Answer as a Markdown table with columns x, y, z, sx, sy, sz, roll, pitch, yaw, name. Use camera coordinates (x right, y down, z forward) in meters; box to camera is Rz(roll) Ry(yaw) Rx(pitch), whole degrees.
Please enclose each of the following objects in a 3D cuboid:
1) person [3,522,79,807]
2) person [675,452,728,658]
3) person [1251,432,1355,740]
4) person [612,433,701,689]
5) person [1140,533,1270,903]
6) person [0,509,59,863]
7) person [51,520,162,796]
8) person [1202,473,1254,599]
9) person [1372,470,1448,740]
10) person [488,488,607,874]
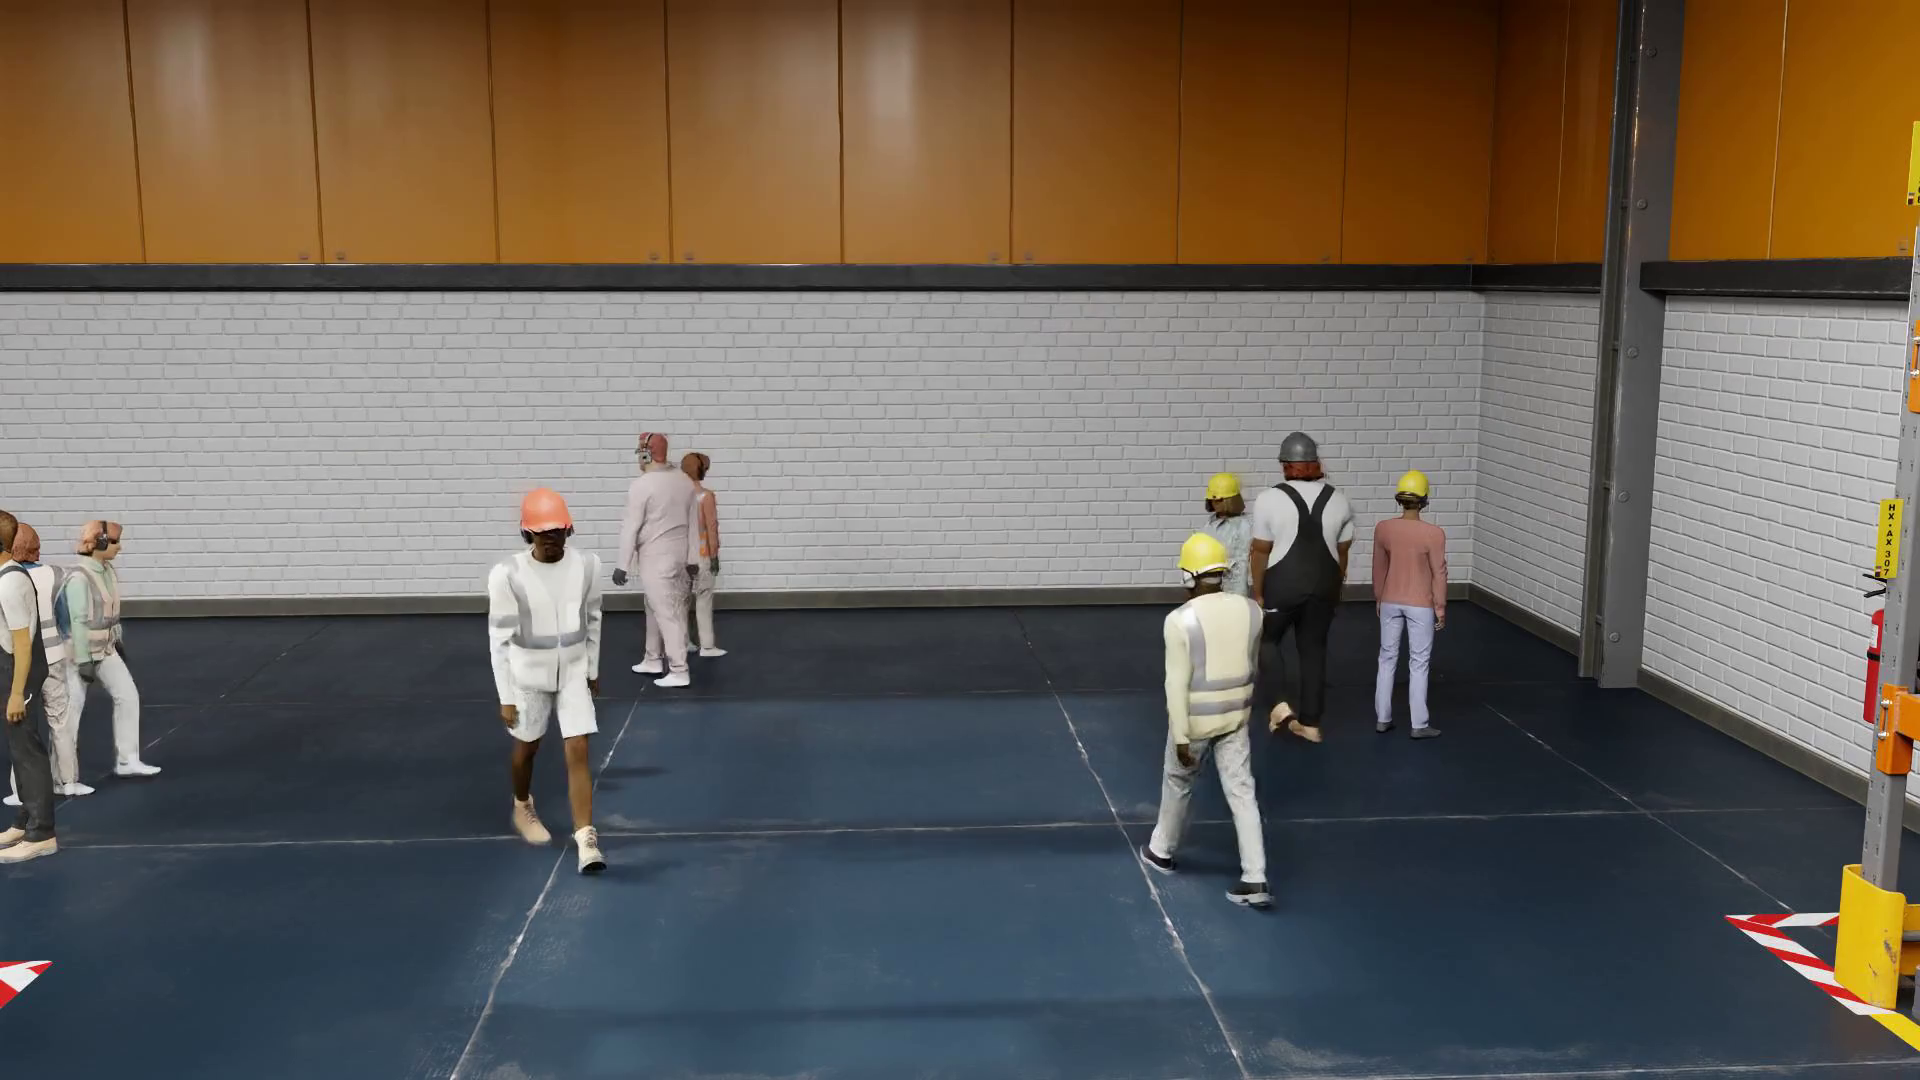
| x | y | z | sx | sy | sz | roll | pitch | yaw | name |
| --- | --- | --- | --- | --- | --- | --- | --- | --- | --- |
| -5.316 | 0.710 | 9.516 | 0.306 | 1.640 | 0.522 | 7 | 11 | 36 | person |
| -2.110 | 0.124 | 13.215 | 0.535 | 1.636 | 0.310 | 7 | 11 | 37 | person |
| 2.200 | 0.297 | 10.853 | 0.689 | 2.000 | 0.542 | -1 | 9 | -9 | person |
| -2.300 | 0.148 | 12.289 | 0.811 | 1.877 | 0.643 | 4 | 10 | 25 | person |
| 1.232 | 0.858 | 8.153 | 0.585 | 1.790 | 0.946 | -4 | 10 | -24 | person |
| -4.931 | 0.747 | 8.639 | 0.351 | 1.847 | 0.507 | -6 | 11 | -34 | person |
| -5.070 | 0.682 | 9.804 | 0.559 | 1.601 | 0.520 | 0 | 9 | -1 | person |
| 1.775 | 0.397 | 11.238 | 0.381 | 1.720 | 0.484 | -7 | 12 | -38 | person |
| 2.946 | 0.424 | 10.906 | 0.525 | 1.772 | 0.306 | 8 | 12 | 42 | person |
| -2.099 | 0.699 | 8.527 | 0.637 | 1.969 | 1.116 | -6 | 11 | -31 | person |
